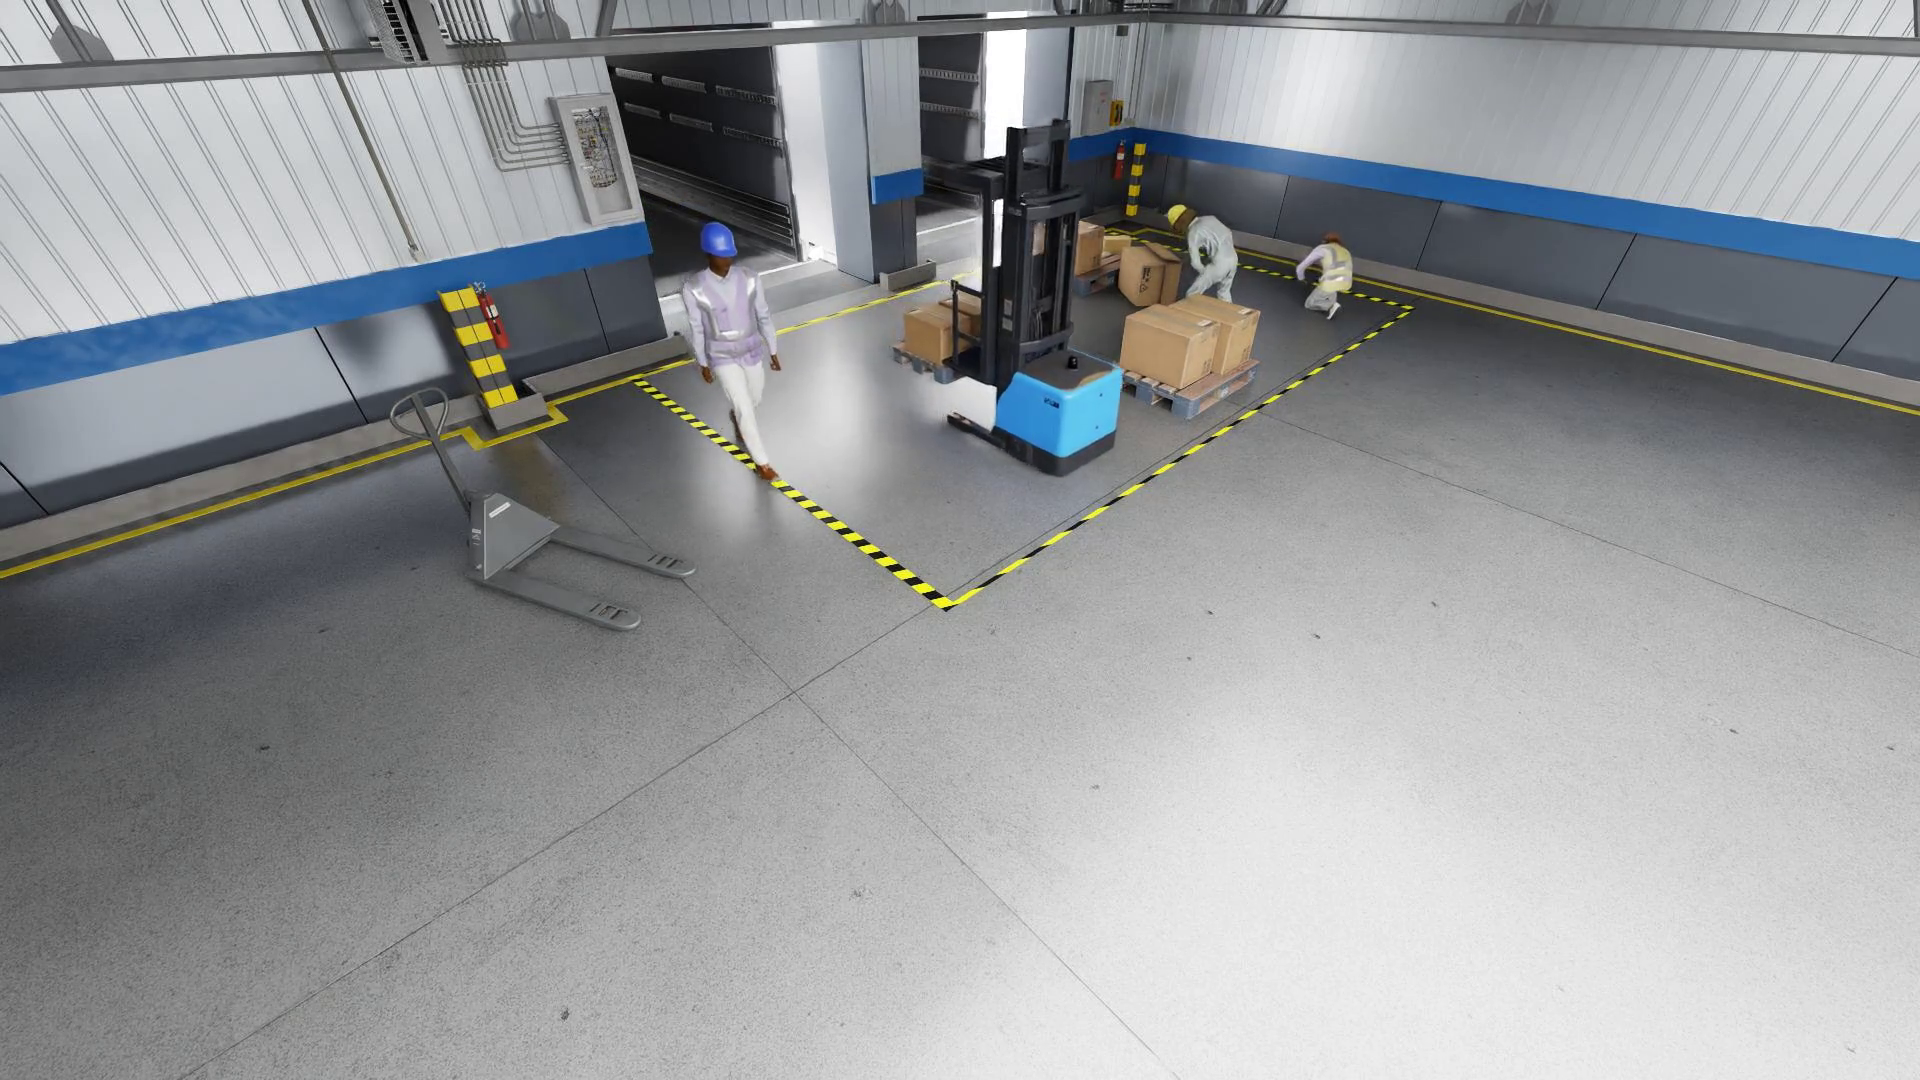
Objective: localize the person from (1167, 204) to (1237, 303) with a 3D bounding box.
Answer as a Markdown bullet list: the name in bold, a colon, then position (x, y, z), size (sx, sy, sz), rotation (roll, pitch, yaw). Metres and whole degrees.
- **person**: position (2.594, -2.851, 7.881), size (0.706, 1.351, 0.840), rotation (-28, 46, -31)

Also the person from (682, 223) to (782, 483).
- **person**: position (-1.716, -1.444, 5.604), size (0.608, 1.901, 0.999), rotation (-24, 44, -28)

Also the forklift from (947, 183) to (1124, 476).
- **forklift**: position (0.757, -1.598, 5.685), size (0.716, 2.013, 0.776), rotation (-30, 47, -33)

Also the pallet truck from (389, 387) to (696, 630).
- **pallet truck**: position (-2.613, -0.247, 4.593), size (1.601, 1.201, 0.680), rotation (14, 40, 17)

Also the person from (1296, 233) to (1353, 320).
- **person**: position (4.352, -3.113, 8.696), size (0.614, 0.829, 0.893), rotation (-4, 38, -6)
